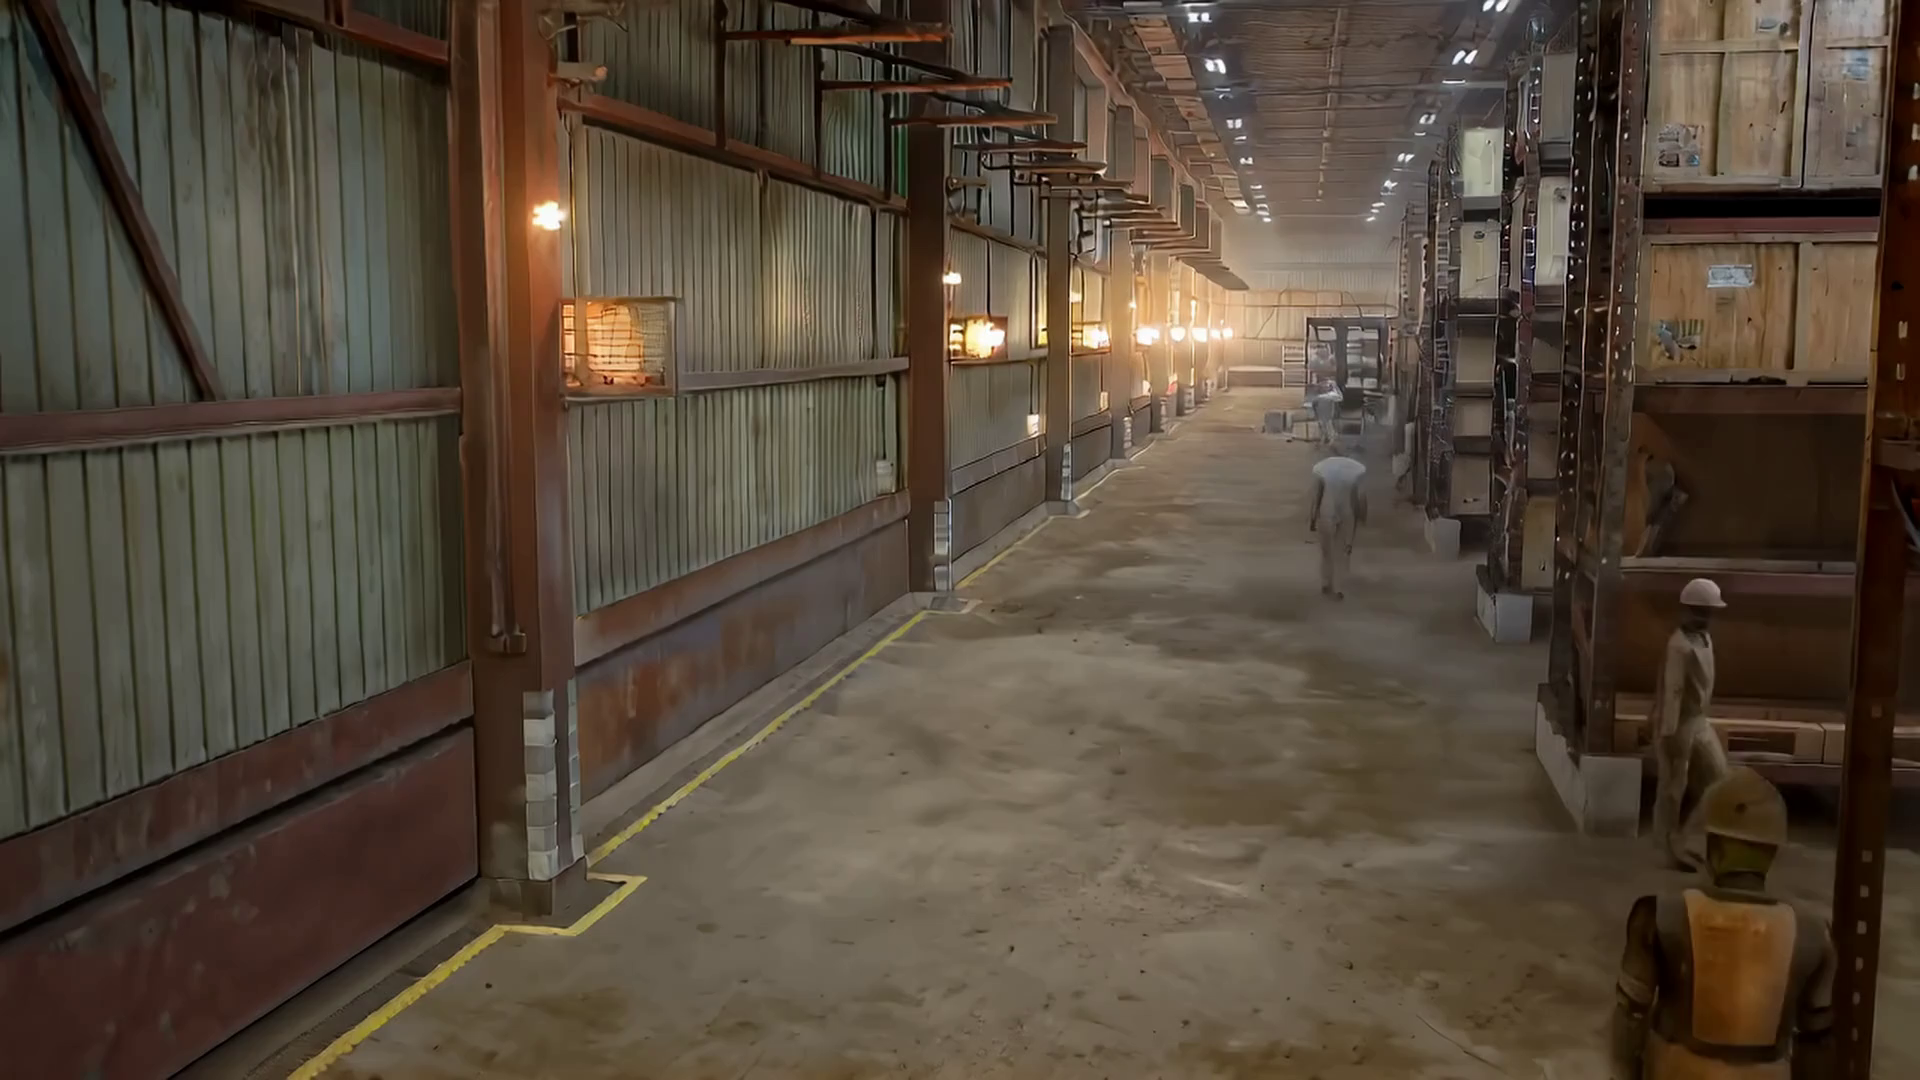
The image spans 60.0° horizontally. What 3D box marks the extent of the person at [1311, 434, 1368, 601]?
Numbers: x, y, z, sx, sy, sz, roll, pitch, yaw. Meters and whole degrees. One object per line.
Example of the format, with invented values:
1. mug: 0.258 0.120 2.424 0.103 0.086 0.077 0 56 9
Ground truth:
1. person: 4.435 -0.279 19.450 0.652 1.911 0.838 2 7 13

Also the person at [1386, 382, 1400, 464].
1. person: 10.352 -2.776 39.184 0.674 1.974 0.643 -3 8 -20

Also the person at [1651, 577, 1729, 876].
1. person: 4.155 1.059 9.454 0.408 1.724 0.514 6 9 41

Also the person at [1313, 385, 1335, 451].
1. person: 9.494 -3.187 43.524 0.631 1.709 0.418 -3 8 -23

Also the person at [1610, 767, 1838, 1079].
1. person: 2.105 1.588 4.570 0.539 1.910 0.905 1 7 9

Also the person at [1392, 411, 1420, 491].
1. person: 8.689 -1.712 32.143 0.695 1.612 0.547 -2 7 -14
